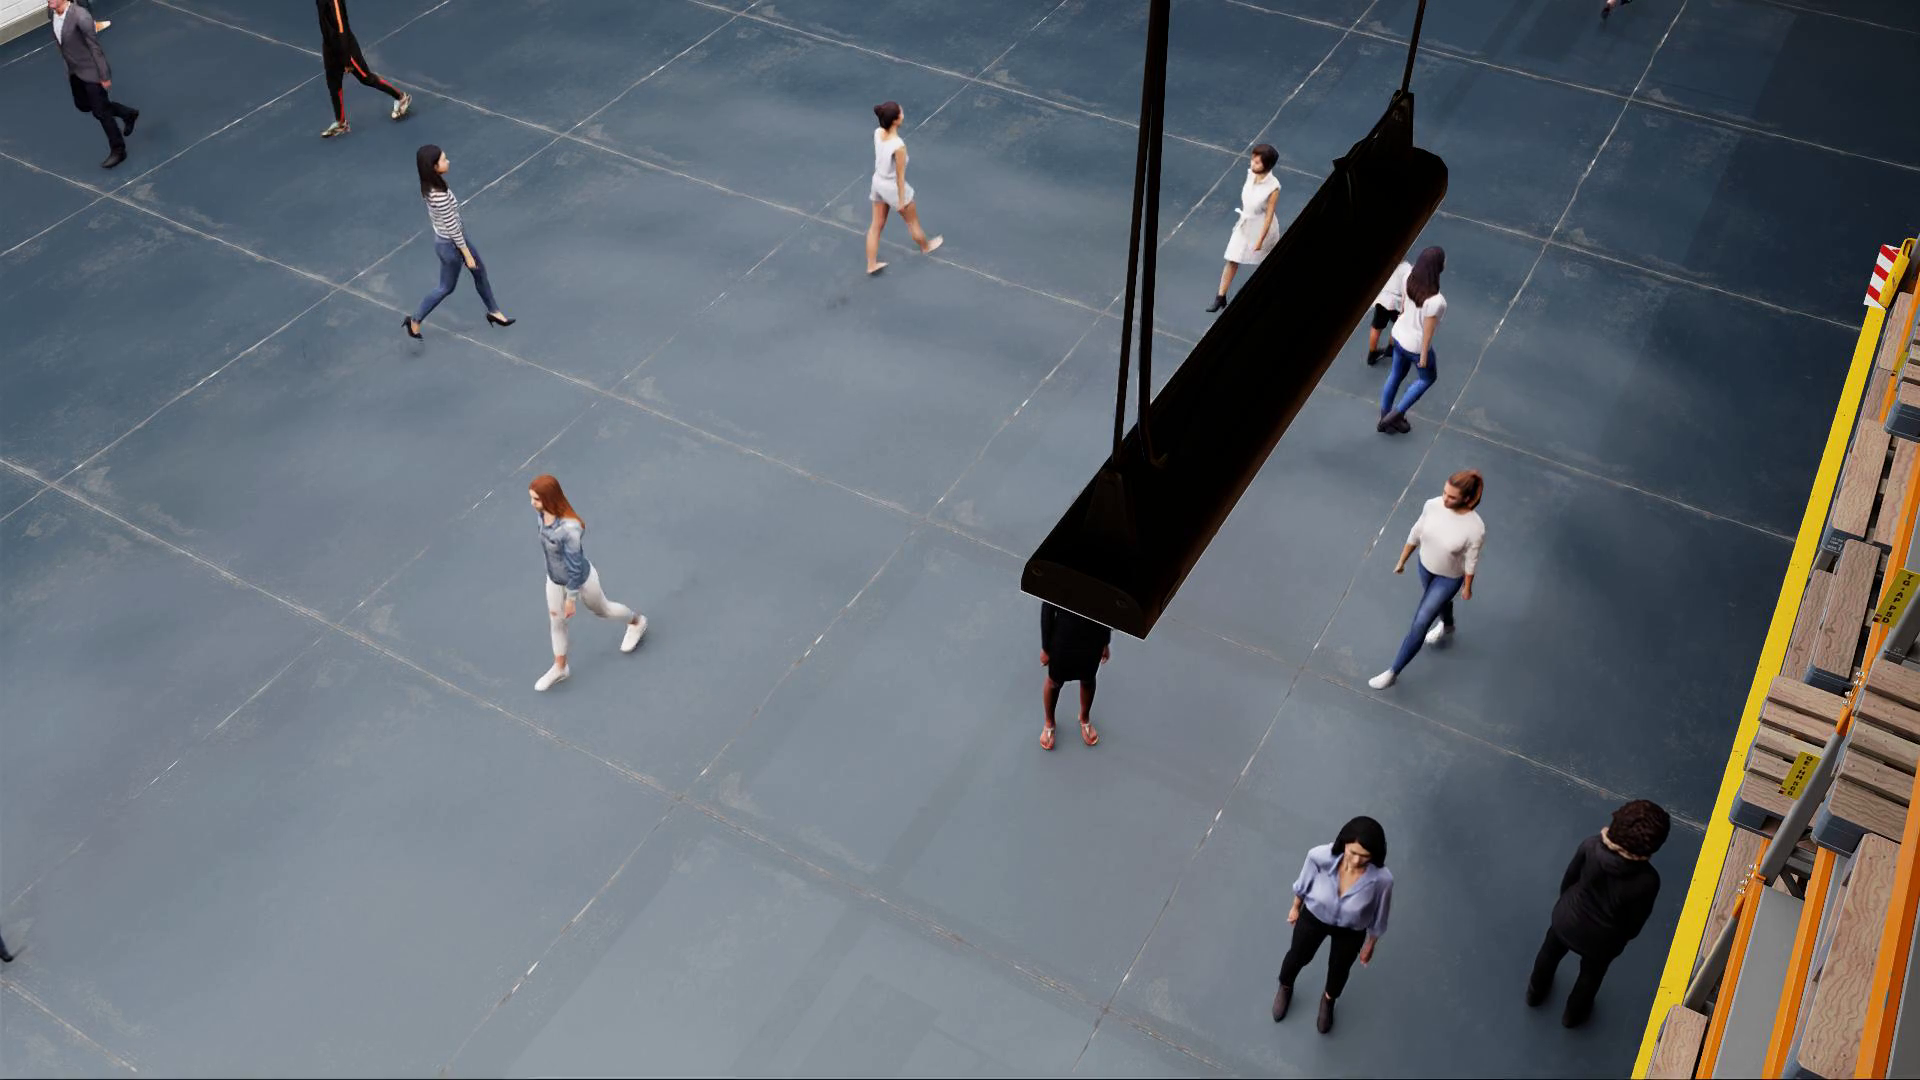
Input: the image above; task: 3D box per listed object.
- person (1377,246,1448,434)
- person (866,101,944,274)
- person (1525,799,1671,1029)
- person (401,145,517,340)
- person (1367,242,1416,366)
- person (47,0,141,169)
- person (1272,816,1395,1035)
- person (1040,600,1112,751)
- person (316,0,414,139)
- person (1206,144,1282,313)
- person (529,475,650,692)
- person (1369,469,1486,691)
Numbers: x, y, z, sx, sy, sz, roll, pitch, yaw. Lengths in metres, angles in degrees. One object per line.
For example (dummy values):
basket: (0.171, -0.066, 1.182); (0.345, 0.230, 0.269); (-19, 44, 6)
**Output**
person: (3.329, -1.451, 12.534); (0.775, 1.673, 0.731); (-14, 45, -14)
person: (-0.659, -2.967, 14.193); (1.076, 1.580, 0.811); (-31, 52, -28)
person: (3.368, 2.007, 8.832); (0.641, 1.773, 0.610); (28, 50, 26)
person: (-4.178, -2.317, 13.382); (1.201, 1.758, 1.041); (-17, 46, -17)
person: (3.425, -1.923, 13.339); (0.674, 1.247, 0.592); (-34, 53, -31)
person: (-8.116, -4.429, 15.555); (0.715, 1.818, 0.855); (21, 48, 21)
person: (2.012, 2.013, 8.849); (0.688, 1.741, 0.570); (17, 46, 17)
person: (0.717, 0.632, 10.313); (0.685, 1.721, 0.705); (-4, 44, -4)
person: (-5.824, -4.755, 15.935); (1.266, 1.767, 0.916); (-32, 52, -29)
person: (2.538, -2.597, 13.854); (1.071, 1.513, 0.792); (-27, 50, -26)
person: (-2.430, 0.206, 10.800); (0.779, 1.666, 1.168); (31, 52, 29)
person: (3.171, 0.188, 10.815); (1.230, 1.671, 0.964); (-25, 49, -24)
